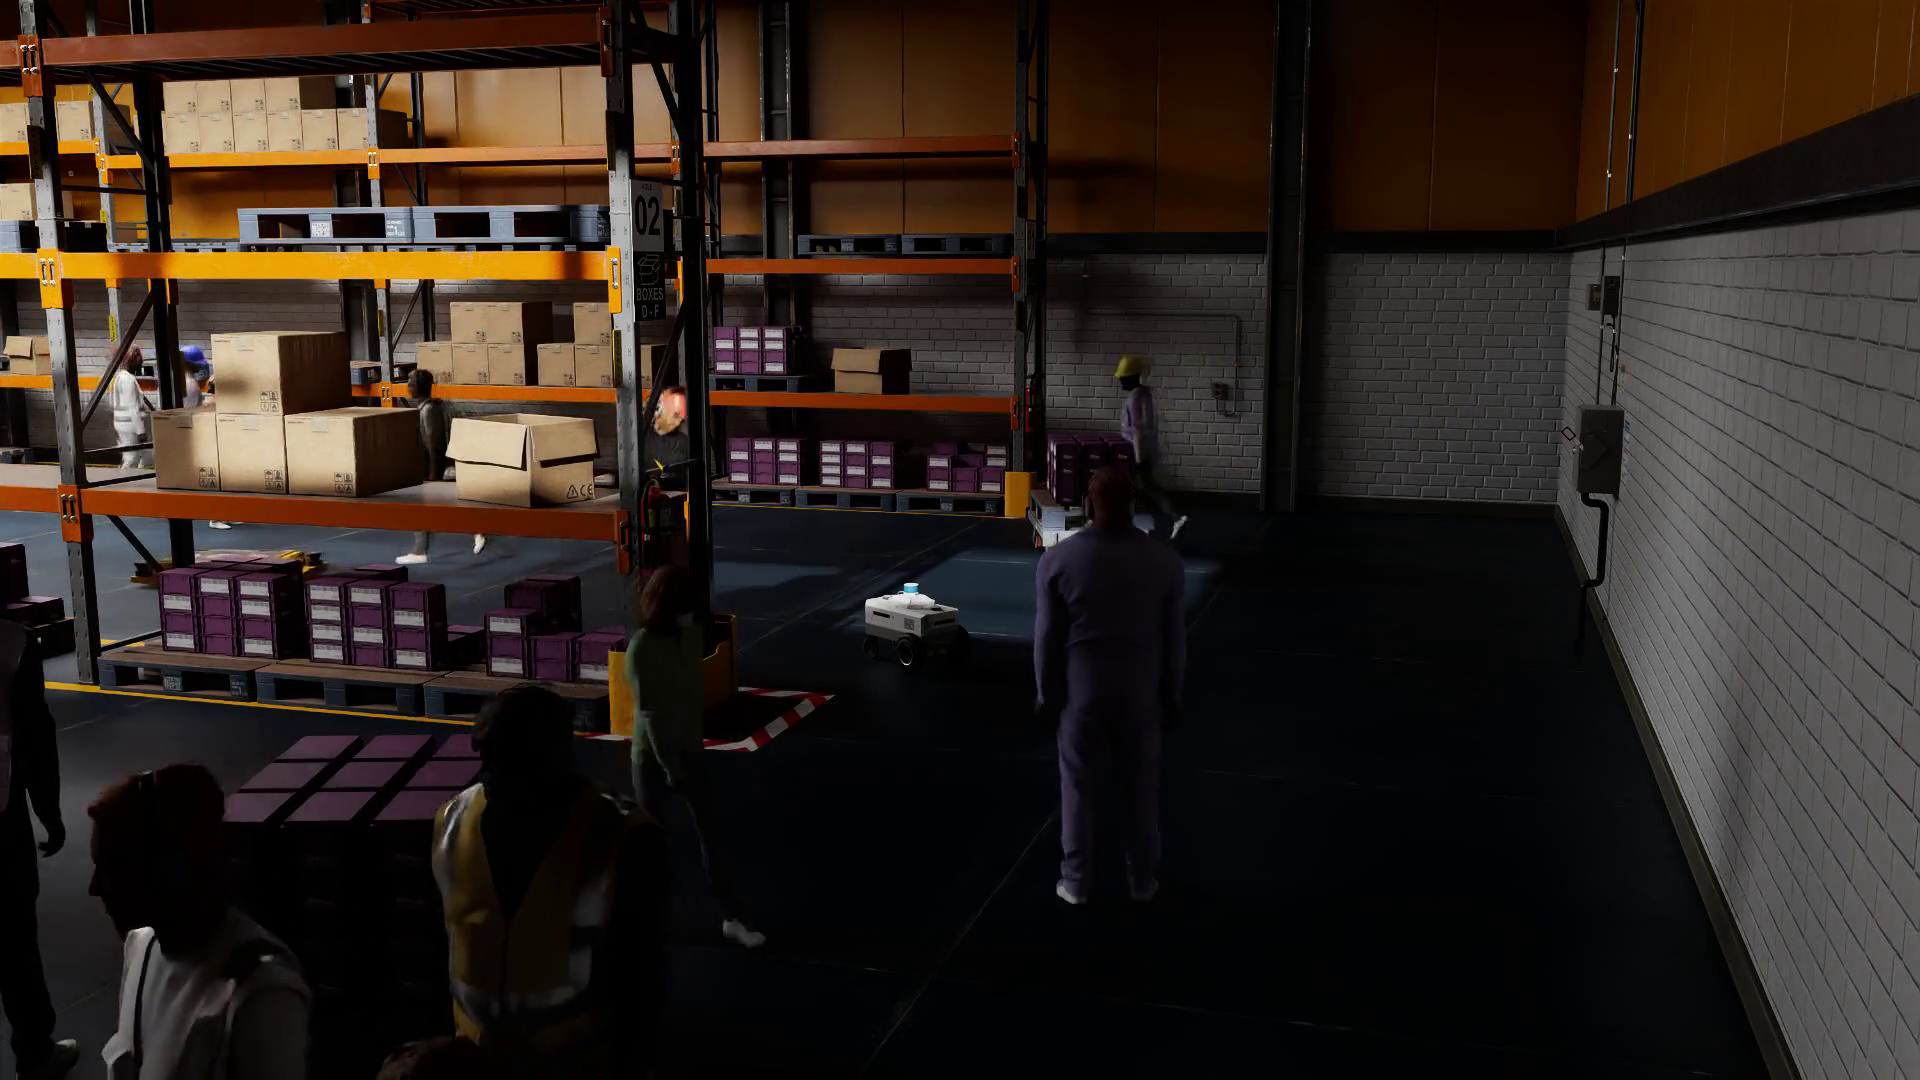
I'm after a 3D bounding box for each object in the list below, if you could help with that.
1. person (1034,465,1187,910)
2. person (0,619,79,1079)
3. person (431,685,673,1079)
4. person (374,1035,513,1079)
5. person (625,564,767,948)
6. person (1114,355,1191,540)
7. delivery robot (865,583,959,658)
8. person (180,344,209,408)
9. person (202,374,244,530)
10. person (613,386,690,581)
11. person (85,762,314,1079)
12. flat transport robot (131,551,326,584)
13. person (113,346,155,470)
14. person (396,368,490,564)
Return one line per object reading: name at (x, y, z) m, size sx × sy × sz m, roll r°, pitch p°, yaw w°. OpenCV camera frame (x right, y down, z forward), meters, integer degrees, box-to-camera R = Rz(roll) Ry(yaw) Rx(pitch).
person at (0.637, 0.631, 7.128) m, size 0.652 × 1.905 × 0.403 m, roll 0°, pitch 9°, yaw -1°
person at (-3.279, 0.899, 5.477) m, size 0.587 × 1.913 × 0.391 m, roll -2°, pitch 10°, yaw -12°
person at (-0.978, 1.221, 3.917) m, size 0.619 × 1.792 × 0.977 m, roll 2°, pitch 10°, yaw 12°
person at (-0.850, 1.516, 2.619) m, size 0.689 × 1.614 × 0.501 m, roll 4°, pitch 10°, yaw 24°
person at (-1.188, 0.862, 6.689) m, size 0.733 × 1.589 × 0.500 m, roll 6°, pitch 11°, yaw 31°
person at (1.834, -0.912, 16.619) m, size 0.926 × 1.882 × 0.612 m, roll 4°, pitch 10°, yaw 23°
delivery robot at (-0.338, 0.541, 11.501) m, size 0.477 × 0.478 × 0.707 m, roll -8°, pitch 12°, yaw -41°
person at (-8.261, -1.168, 18.038) m, size 0.553 × 1.925 × 0.645 m, roll -6°, pitch 11°, yaw -34°
person at (-7.774, -0.935, 17.492) m, size 0.315 × 1.636 × 0.515 m, roll 0°, pitch 9°, yaw 2°
person at (-2.058, -0.097, 11.485) m, size 0.719 × 1.947 × 0.398 m, roll 2°, pitch 10°, yaw 12°
person at (-1.381, 1.318, 3.024) m, size 0.606 × 1.870 × 0.429 m, roll 9°, pitch 13°, yaw 43°
flat transport robot at (-6.376, 0.233, 14.525) m, size 1.431 × 0.197 × 0.652 m, roll 0°, pitch 9°, yaw 1°
person at (-9.303, -1.251, 18.739) m, size 0.478 × 1.867 × 0.582 m, roll -4°, pitch 10°, yaw -22°
person at (-4.833, -0.690, 15.470) m, size 0.806 × 1.820 × 0.508 m, roll -3°, pitch 10°, yaw -17°
